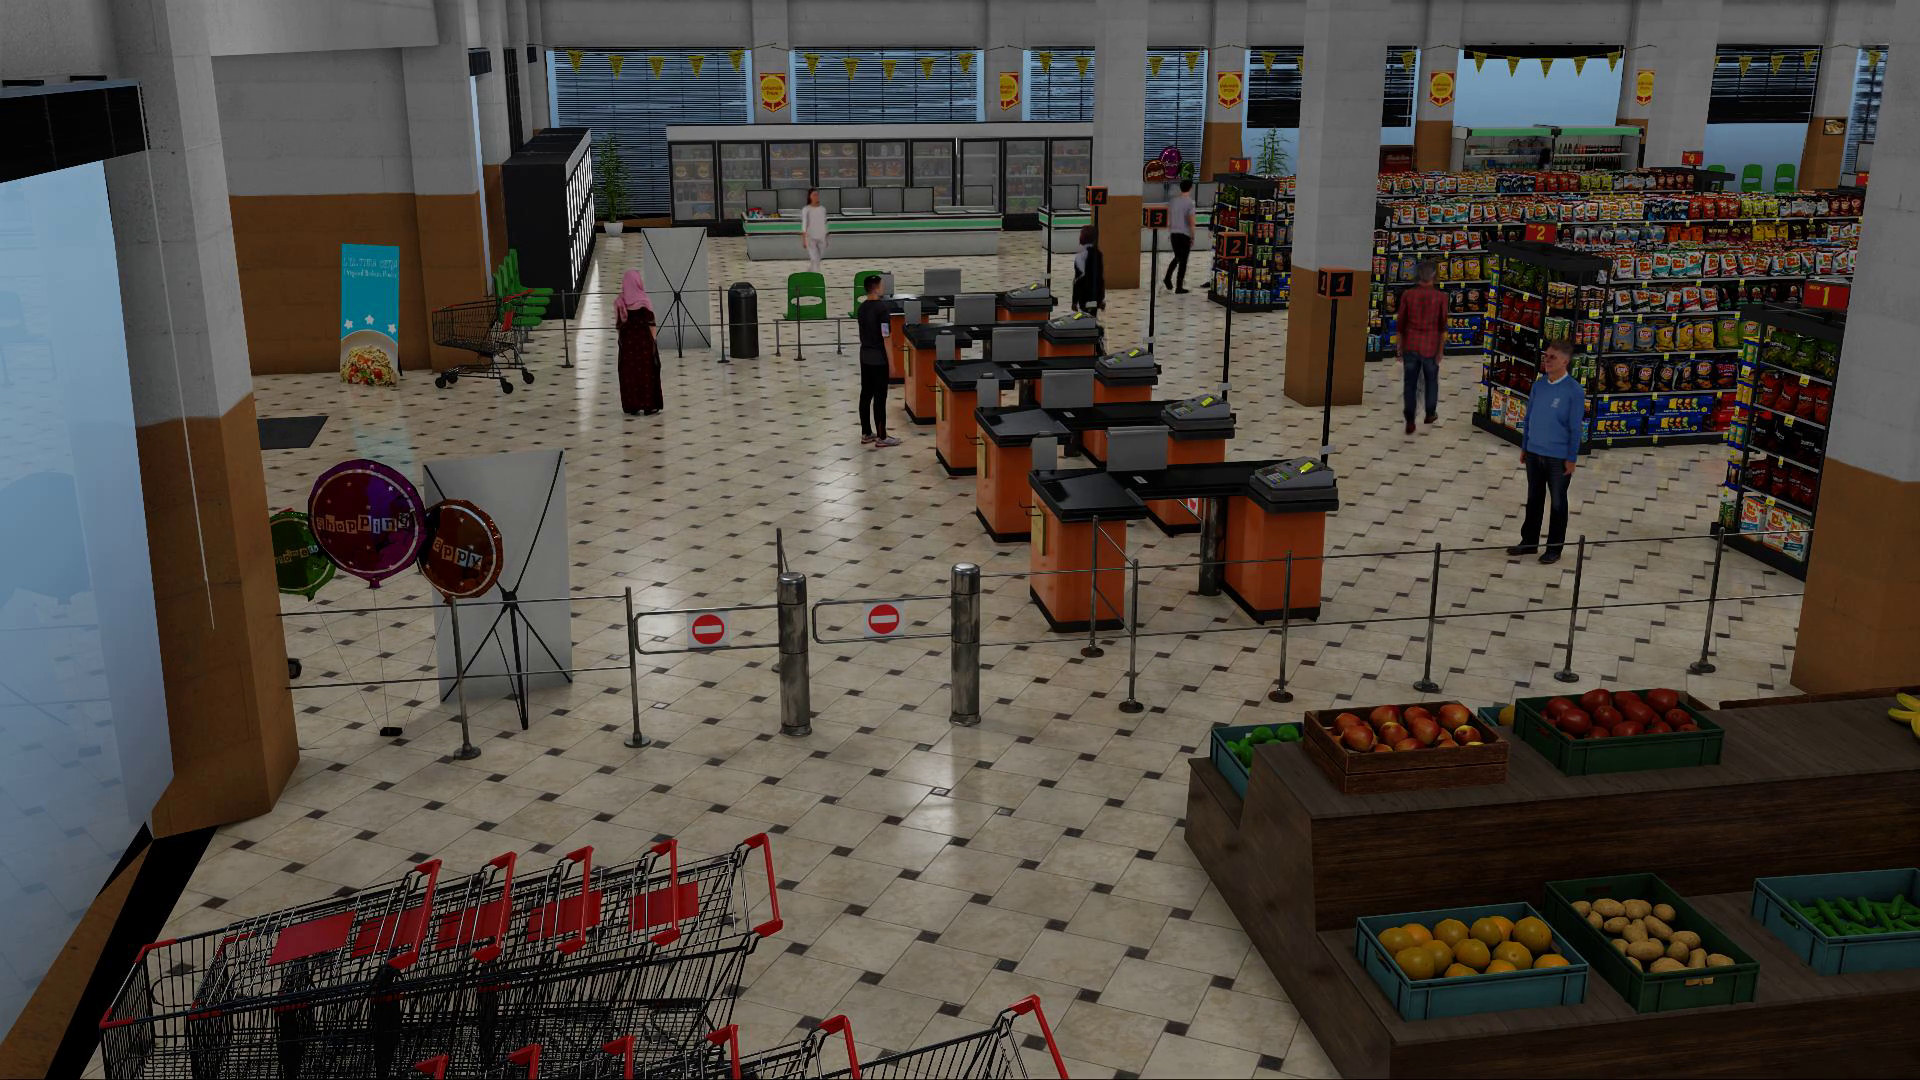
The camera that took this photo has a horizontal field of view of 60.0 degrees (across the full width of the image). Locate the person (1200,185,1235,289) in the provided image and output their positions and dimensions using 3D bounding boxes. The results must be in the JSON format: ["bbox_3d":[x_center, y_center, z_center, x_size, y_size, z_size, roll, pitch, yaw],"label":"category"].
[{"bbox_3d":[4.391,-5.137,27.974,0.493,1.807,0.897,-1,17,-3],"label":"person"}]

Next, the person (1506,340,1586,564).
[{"bbox_3d":[4.774,-0.728,13.436,0.711,1.818,0.740,-11,20,-32],"label":"person"}]

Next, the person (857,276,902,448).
[{"bbox_3d":[-0.886,-1.859,17.253,0.726,1.764,0.719,-14,22,-39],"label":"person"}]

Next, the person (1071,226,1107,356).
[{"bbox_3d":[1.705,-3.066,21.170,1.032,1.798,0.975,11,20,31],"label":"person"}]

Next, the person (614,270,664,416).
[{"bbox_3d":[-3.622,-2.217,18.650,0.669,1.638,0.803,3,17,11],"label":"person"}]

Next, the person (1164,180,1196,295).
[{"bbox_3d":[3.599,-4.987,27.424,0.861,1.841,0.916,16,23,42],"label":"person"}]

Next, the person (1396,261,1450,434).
[{"bbox_3d":[4.907,-2.035,17.764,1.081,1.804,1.056,6,18,19],"label":"person"}]

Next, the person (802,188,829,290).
[{"bbox_3d":[-2.464,-5.041,27.906,1.074,1.663,0.933,-11,20,-32],"label":"person"}]

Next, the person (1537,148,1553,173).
[{"bbox_3d":[12.809,-7.794,36.875,0.809,1.719,0.736,1,17,4],"label":"person"}]
